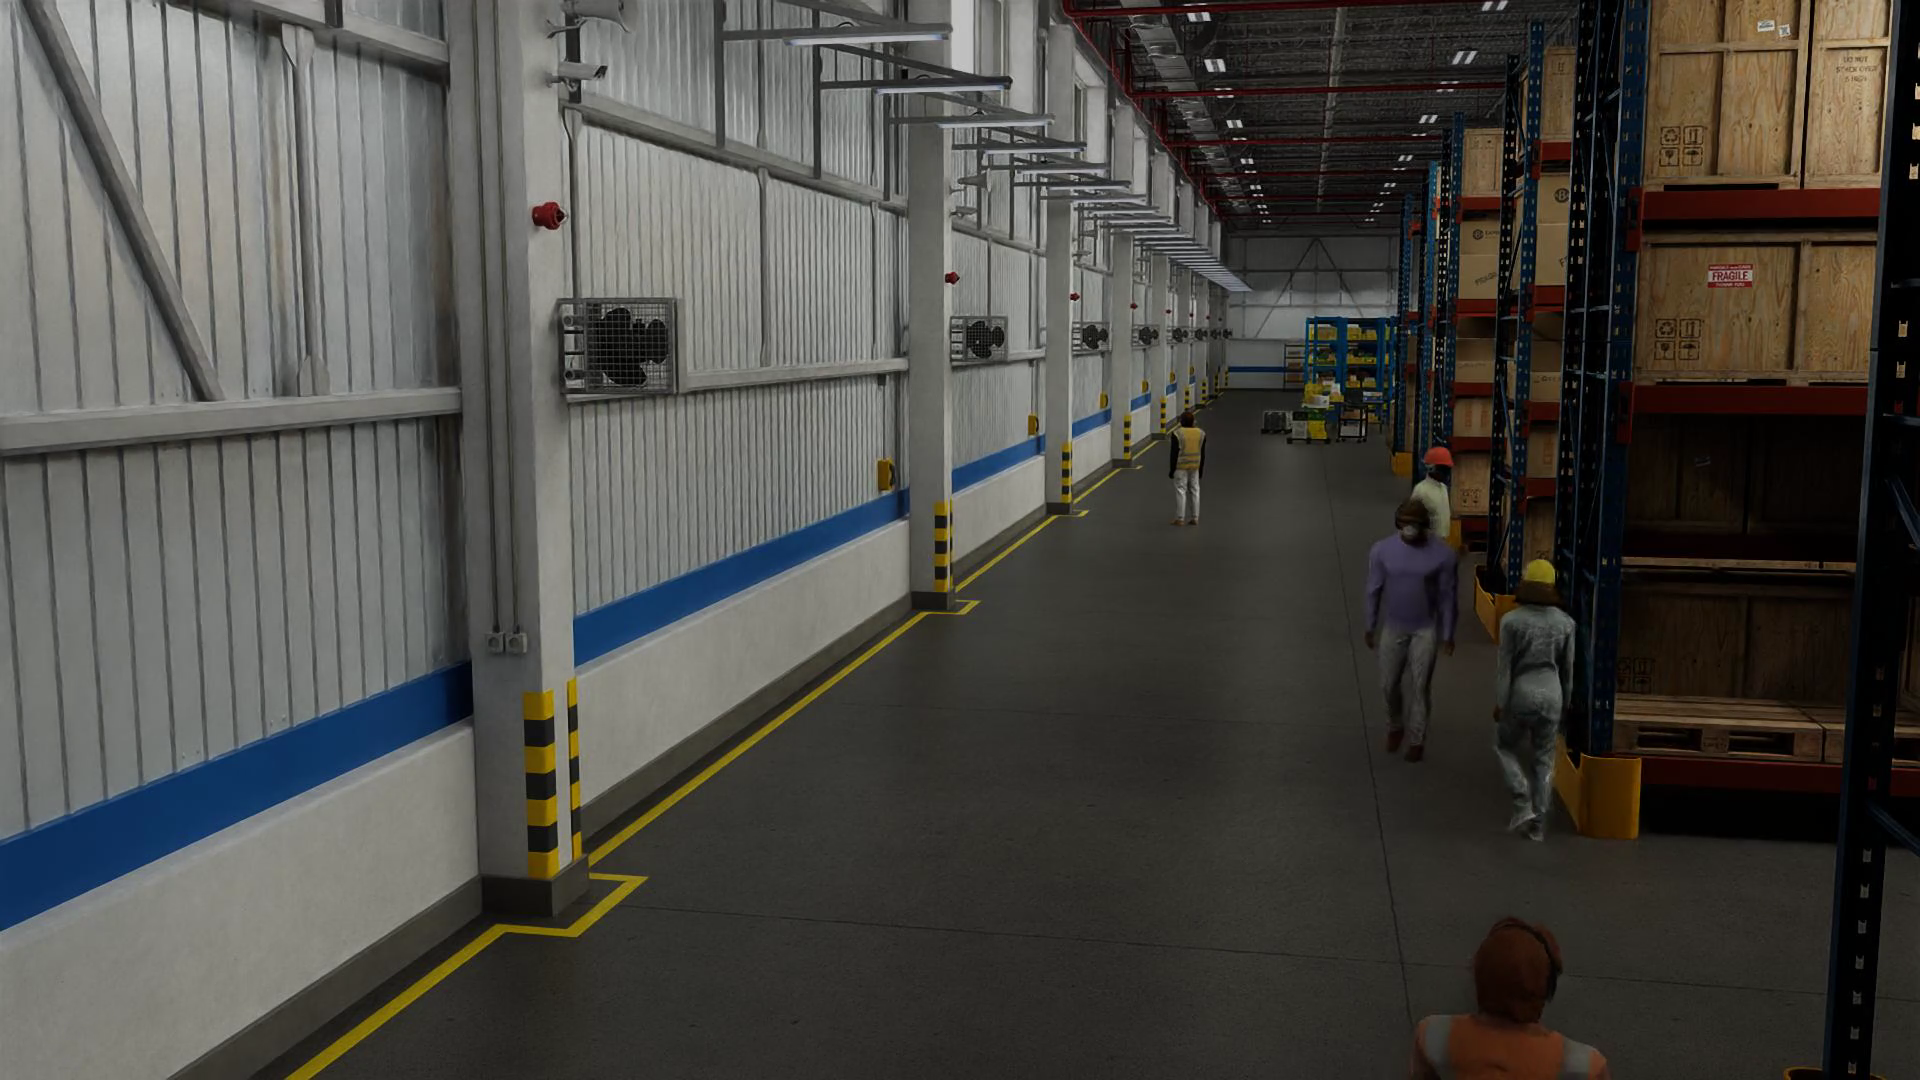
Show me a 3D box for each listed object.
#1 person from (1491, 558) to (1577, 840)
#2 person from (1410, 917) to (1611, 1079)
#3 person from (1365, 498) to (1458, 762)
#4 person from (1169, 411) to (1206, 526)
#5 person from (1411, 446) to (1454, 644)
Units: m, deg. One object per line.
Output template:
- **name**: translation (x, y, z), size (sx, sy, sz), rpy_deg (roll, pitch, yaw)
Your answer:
- **person**: translation (3.492, 0.974, 10.172), size (0.505, 1.721, 0.377), rpy_deg (-1, 7, -4)
- **person**: translation (1.425, 1.761, 4.363), size (0.538, 1.586, 0.848), rpy_deg (4, 8, 28)
- **person**: translation (3.255, 0.648, 12.021), size (0.667, 1.920, 0.414), rpy_deg (3, 8, 22)
- **person**: translation (3.623, -1.143, 26.664), size (0.635, 1.842, 0.429), rpy_deg (-3, 8, -23)
- **person**: translation (4.643, 0.066, 16.372), size (0.392, 1.993, 0.621), rpy_deg (6, 9, 39)
